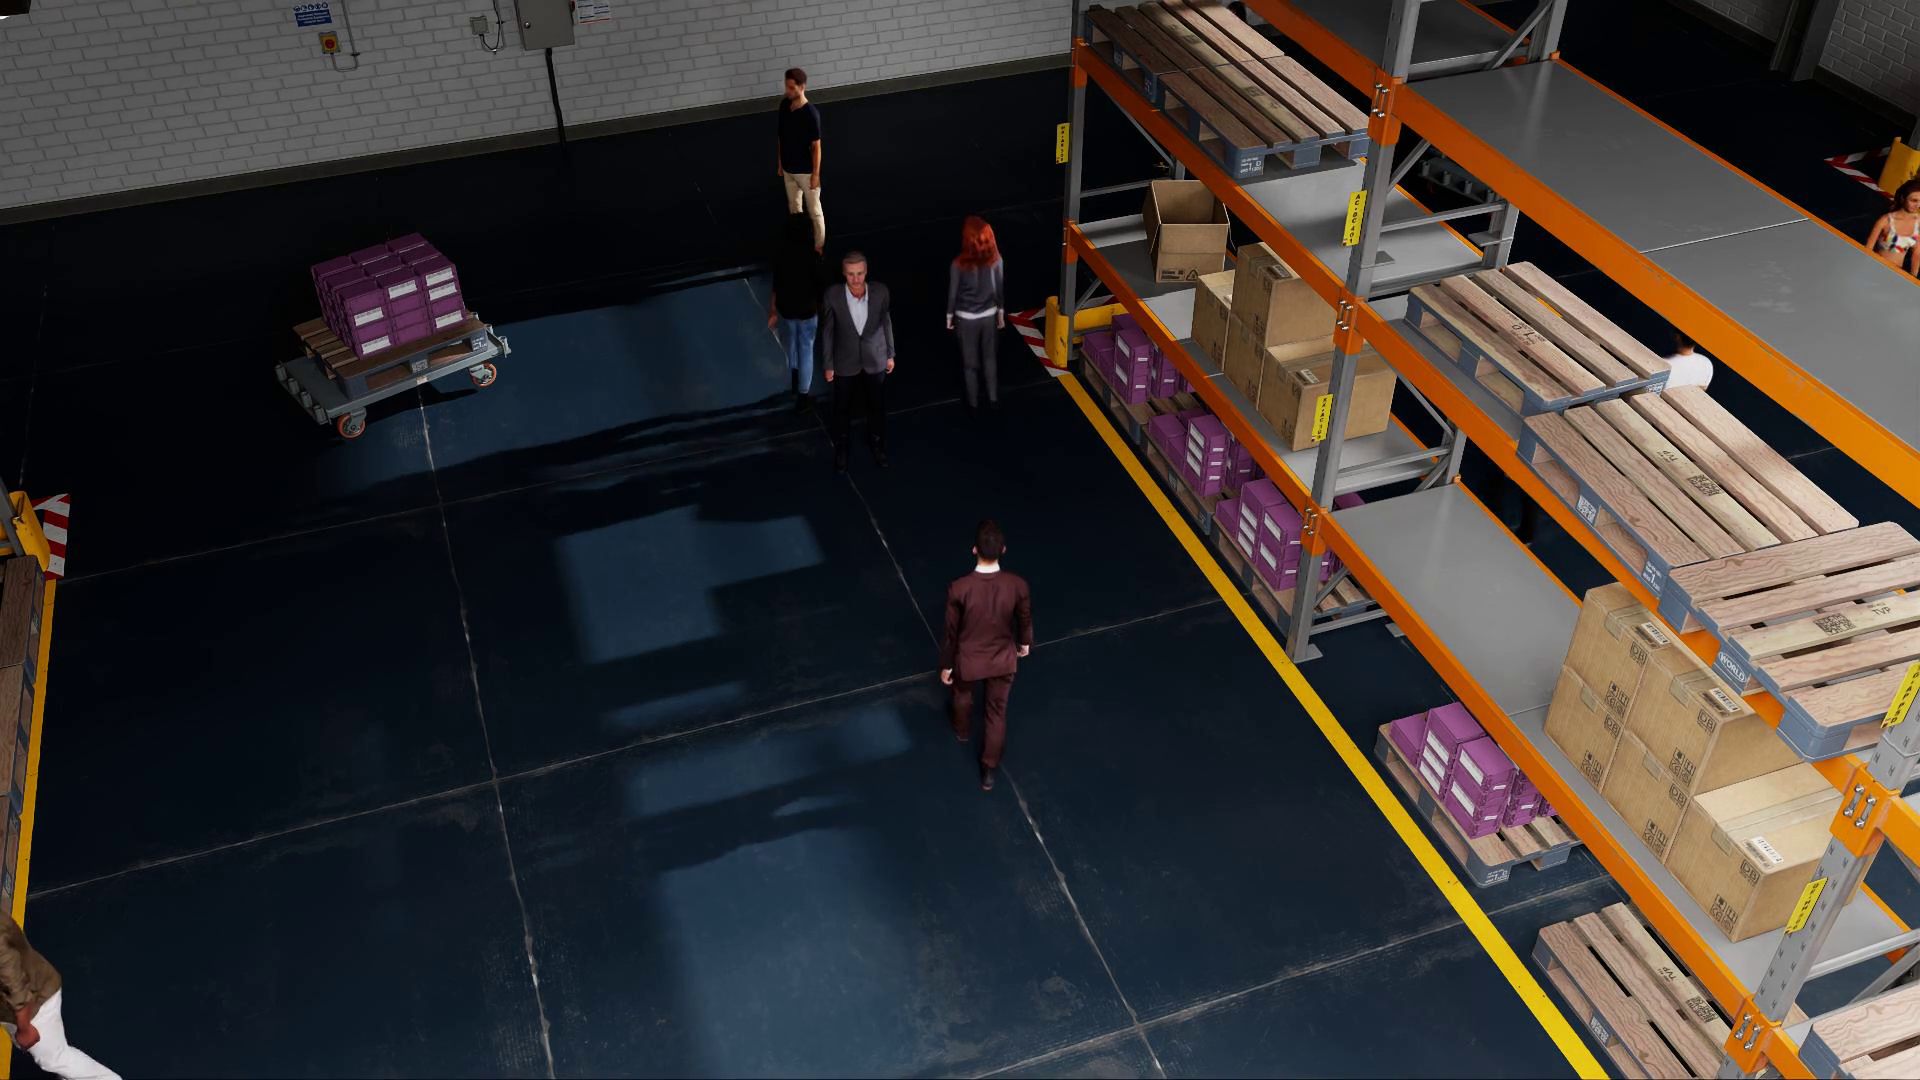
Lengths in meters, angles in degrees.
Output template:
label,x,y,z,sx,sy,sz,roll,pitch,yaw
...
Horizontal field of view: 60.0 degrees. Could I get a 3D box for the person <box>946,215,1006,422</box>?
label,x,y,z,sx,sy,sz,roll,pitch,yaw
person,0.157,-1.649,12.845,0.596,1.770,0.567,-11,40,-14

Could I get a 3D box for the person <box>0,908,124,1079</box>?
label,x,y,z,sx,sy,sz,roll,pitch,yaw
person,-4.514,2.194,8.003,0.790,1.805,0.914,26,46,29

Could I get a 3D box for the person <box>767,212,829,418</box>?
label,x,y,z,sx,sy,sz,roll,pitch,yaw
person,-1.292,-1.720,13.003,0.806,1.683,0.866,15,41,18

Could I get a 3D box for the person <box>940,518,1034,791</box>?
label,x,y,z,sx,sy,sz,roll,pitch,yaw
person,0.153,0.744,9.792,0.869,1.840,1.040,-4,39,-5

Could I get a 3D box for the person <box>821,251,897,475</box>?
label,x,y,z,sx,sy,sz,roll,pitch,yaw
person,-0.752,-1.347,12.411,0.741,1.839,0.606,-9,40,-11

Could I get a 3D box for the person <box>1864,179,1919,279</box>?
label,x,y,z,sx,sy,sz,roll,pitch,yaw
person,7.382,-2.134,13.463,0.747,1.756,1.113,-5,39,-6

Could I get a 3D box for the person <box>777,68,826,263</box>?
label,x,y,z,sx,sy,sz,roll,pitch,yaw
person,-1.424,-3.337,14.889,0.655,1.856,0.767,25,45,28
